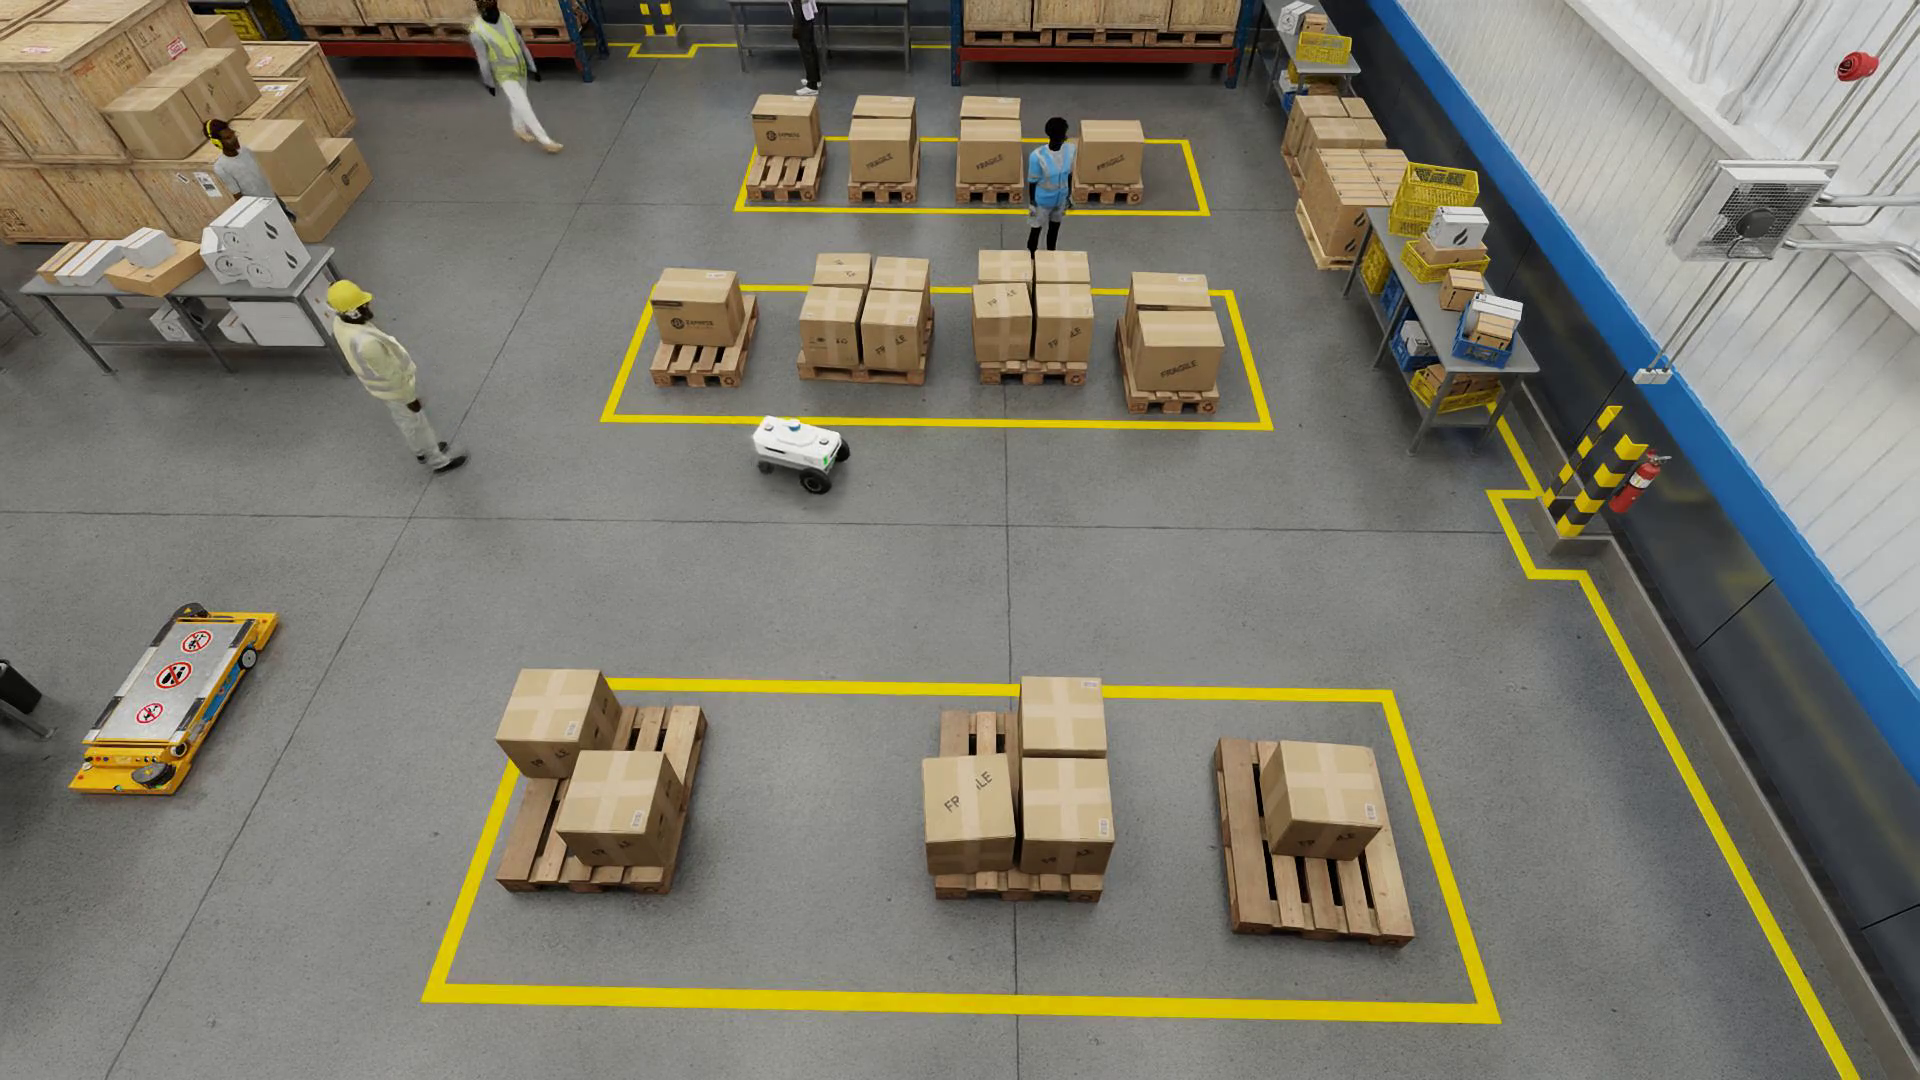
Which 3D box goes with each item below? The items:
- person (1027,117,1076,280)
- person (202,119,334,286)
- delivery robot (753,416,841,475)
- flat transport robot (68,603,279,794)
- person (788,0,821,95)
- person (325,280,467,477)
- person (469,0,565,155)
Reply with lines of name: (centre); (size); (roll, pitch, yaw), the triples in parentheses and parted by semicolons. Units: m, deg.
person: (0.929, -3.488, 9.377); (0.570, 1.692, 0.316); (-21, 53, -17)
person: (-6.778, -3.195, 9.010); (0.328, 1.877, 0.510); (1, 50, 0)
delivery robot: (-1.383, -0.822, 7.801); (0.707, 0.478, 0.477); (15, 51, 12)
flat transport robot: (-5.504, 1.072, 6.442); (0.652, 0.197, 1.431); (1, 50, 1)
person: (-2.088, -6.934, 12.149); (0.391, 1.914, 0.587); (6, 50, 5)
person: (-4.588, -1.283, 7.420); (0.600, 1.827, 0.404); (34, 58, 25)
person: (-5.412, -5.650, 11.149); (0.948, 1.789, 0.639); (17, 52, 14)
